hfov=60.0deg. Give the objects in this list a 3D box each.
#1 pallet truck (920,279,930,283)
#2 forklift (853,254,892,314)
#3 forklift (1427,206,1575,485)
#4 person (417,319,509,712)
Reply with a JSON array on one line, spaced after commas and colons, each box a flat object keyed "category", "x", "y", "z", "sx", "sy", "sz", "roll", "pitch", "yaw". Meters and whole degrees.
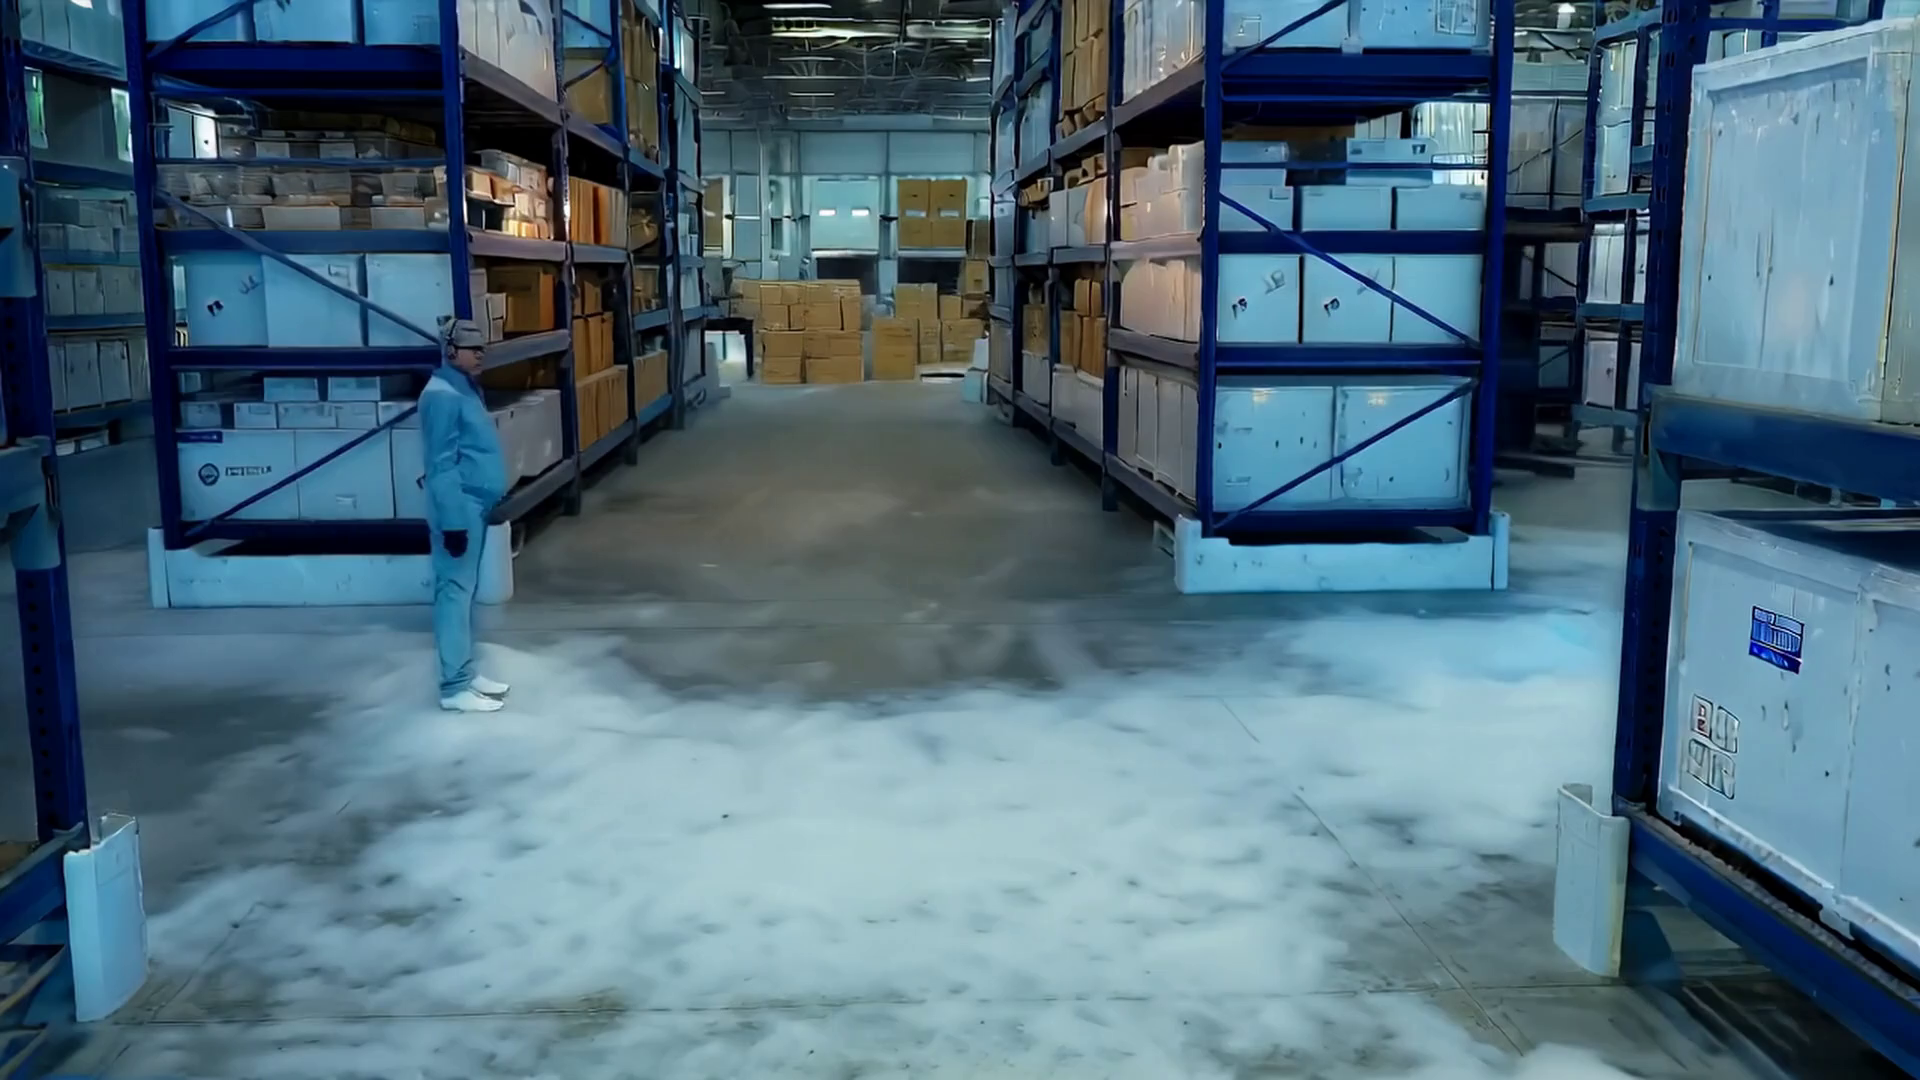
[{"category": "pallet truck", "x": -0.932, "y": -8.922, "z": 63.114, "sx": 1.885, "sy": 1.965, "sz": 0.823, "roll": 2, "pitch": 9, "yaw": 13}, {"category": "forklift", "x": -3.158, "y": -8.349, "z": 56.753, "sx": 1.129, "sy": 2.768, "sz": 1.873, "roll": -5, "pitch": 10, "yaw": -30}, {"category": "forklift", "x": 5.353, "y": -2.068, "z": 17.313, "sx": 1.129, "sy": 2.768, "sz": 1.873, "roll": -4, "pitch": 10, "yaw": -24}, {"category": "person", "x": -2.419, "y": -0.123, "z": 8.164, "sx": 0.399, "sy": 1.905, "sz": 0.642, "roll": -1, "pitch": 9, "yaw": -9}]
